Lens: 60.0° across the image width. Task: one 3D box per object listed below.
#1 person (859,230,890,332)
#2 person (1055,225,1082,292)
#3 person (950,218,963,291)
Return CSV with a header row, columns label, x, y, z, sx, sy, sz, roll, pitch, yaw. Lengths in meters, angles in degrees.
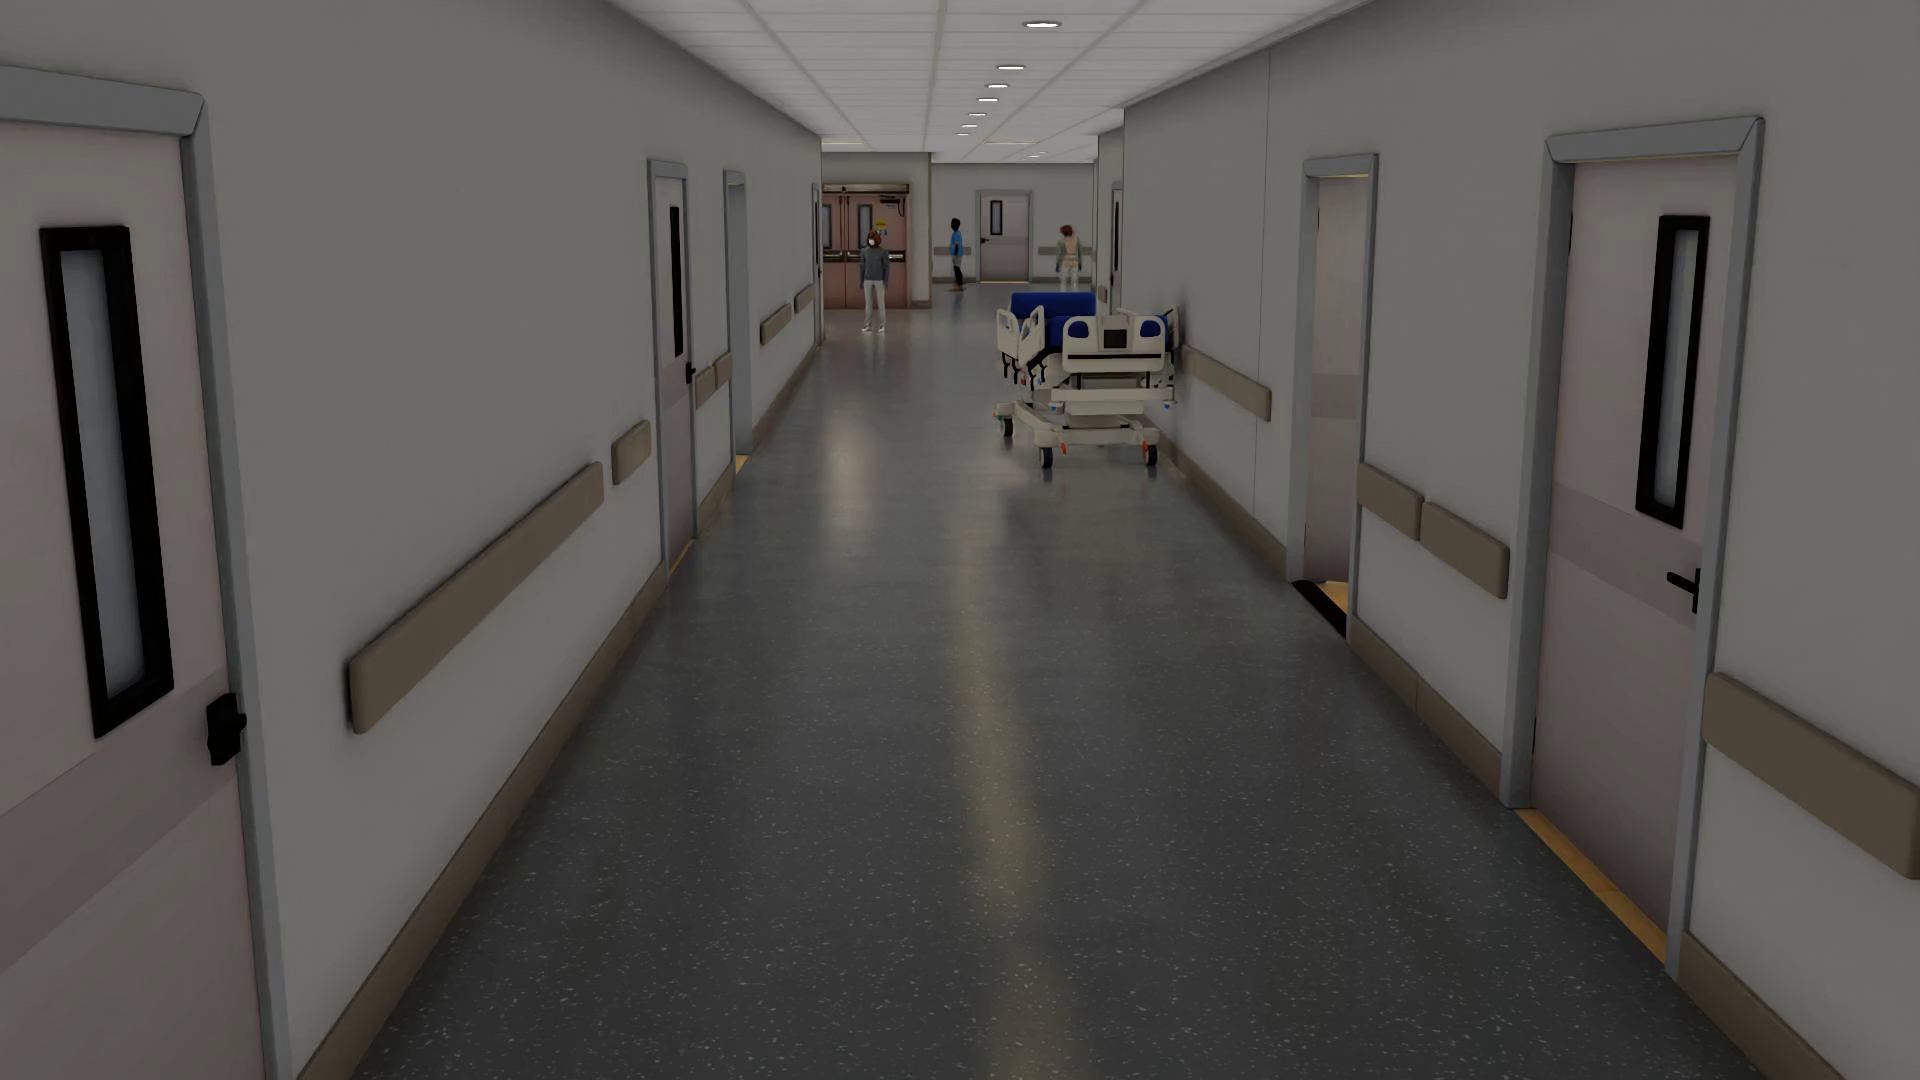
label,x,y,z,sx,sy,sz,roll,pitch,yaw
person,-1.383,-4.165,26.788,0.507,1.633,0.277,3,12,16
person,2.152,-5.390,32.805,0.561,1.618,0.346,-3,12,-15
person,-0.084,-6.619,38.602,0.316,1.696,0.543,1,12,4
